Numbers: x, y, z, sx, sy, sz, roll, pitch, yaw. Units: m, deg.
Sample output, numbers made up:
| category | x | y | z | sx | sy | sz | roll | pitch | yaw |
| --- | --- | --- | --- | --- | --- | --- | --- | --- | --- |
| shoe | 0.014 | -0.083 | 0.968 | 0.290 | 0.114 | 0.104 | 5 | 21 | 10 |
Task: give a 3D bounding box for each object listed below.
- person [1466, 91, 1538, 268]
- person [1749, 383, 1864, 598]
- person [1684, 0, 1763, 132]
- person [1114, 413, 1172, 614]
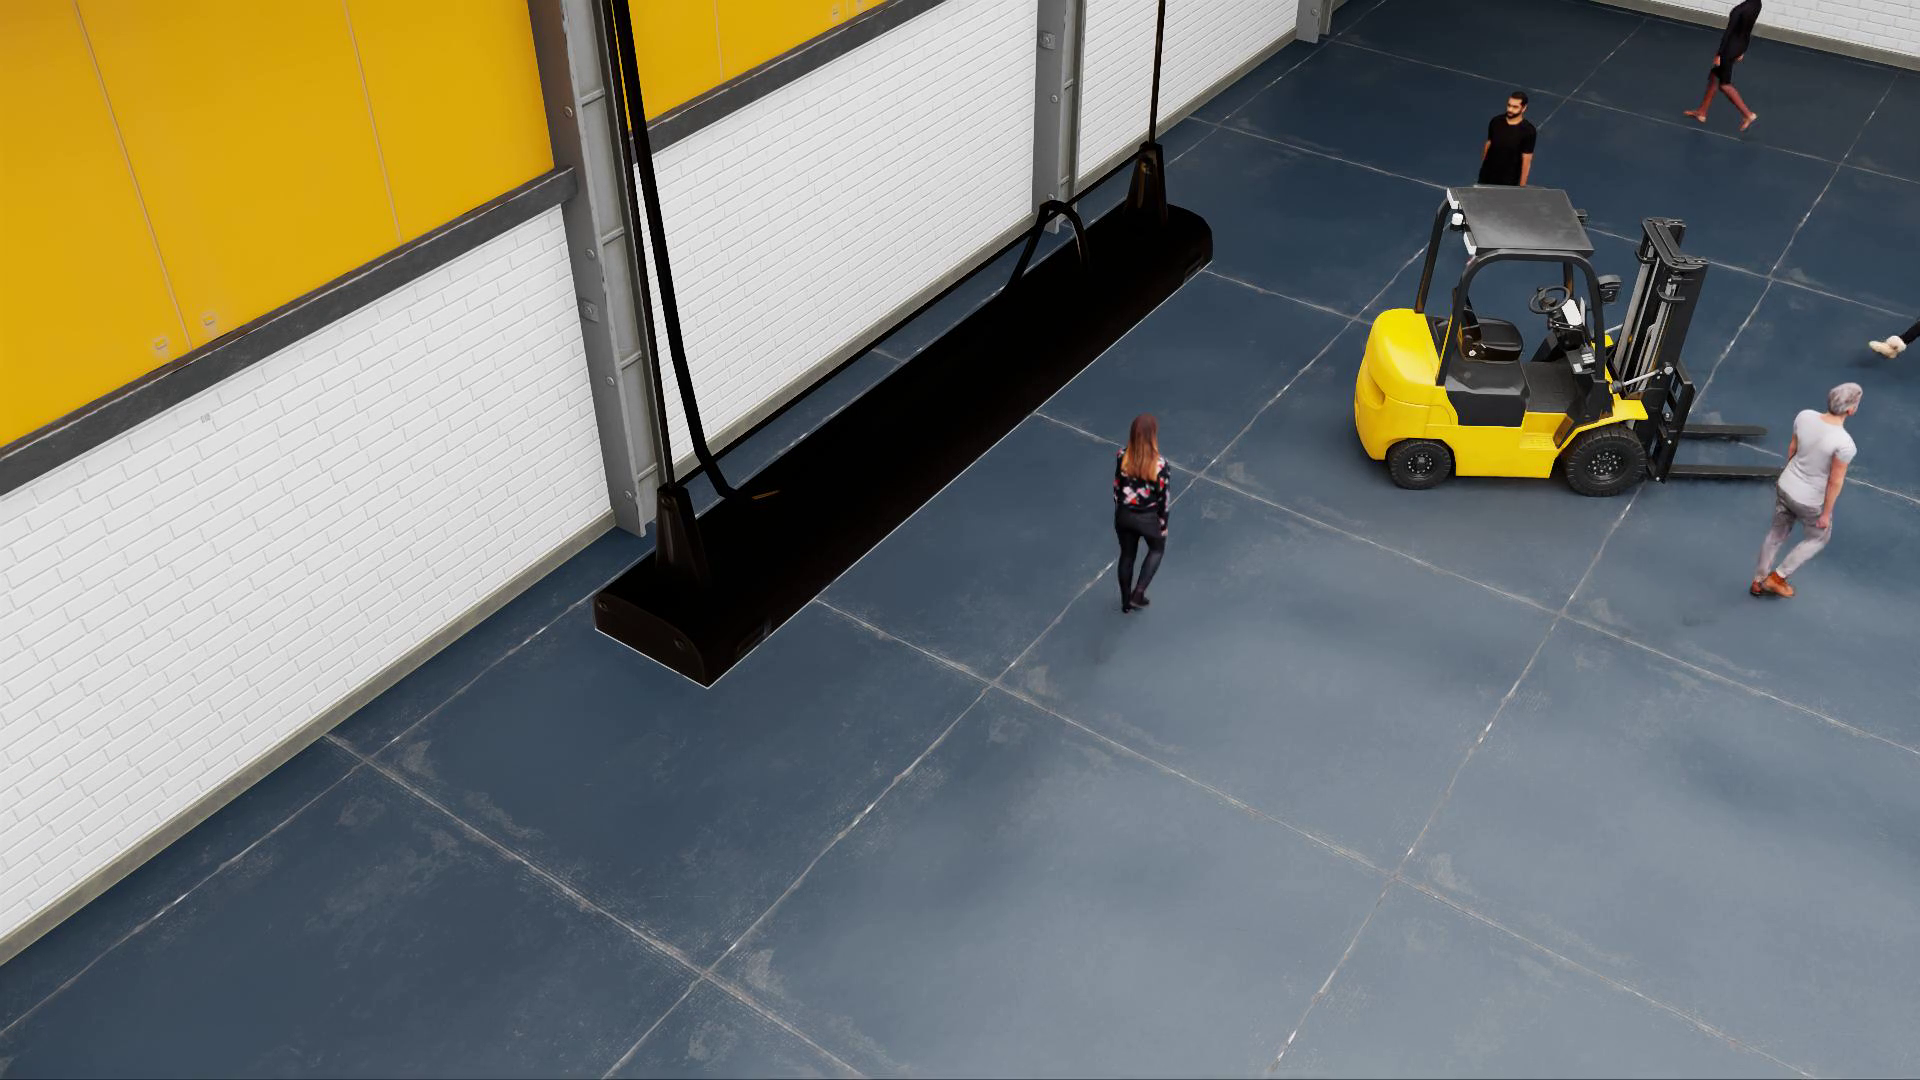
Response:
| category | x | y | z | sx | sy | sz | roll | pitch | yaw |
| --- | --- | --- | --- | --- | --- | --- | --- | --- | --- |
| person | 5.162 | -3.442 | 15.804 | 0.675 | 1.744 | 0.906 | 29 | 47 | 31 |
| person | 5.931 | -0.306 | 11.819 | 0.845 | 1.817 | 0.824 | -12 | 40 | -14 |
| person | 8.491 | -5.272 | 18.134 | 1.071 | 1.696 | 0.858 | -28 | 46 | -30 |
| person | 1.239 | -0.127 | 11.709 | 0.625 | 1.675 | 0.593 | 19 | 42 | 22 |
